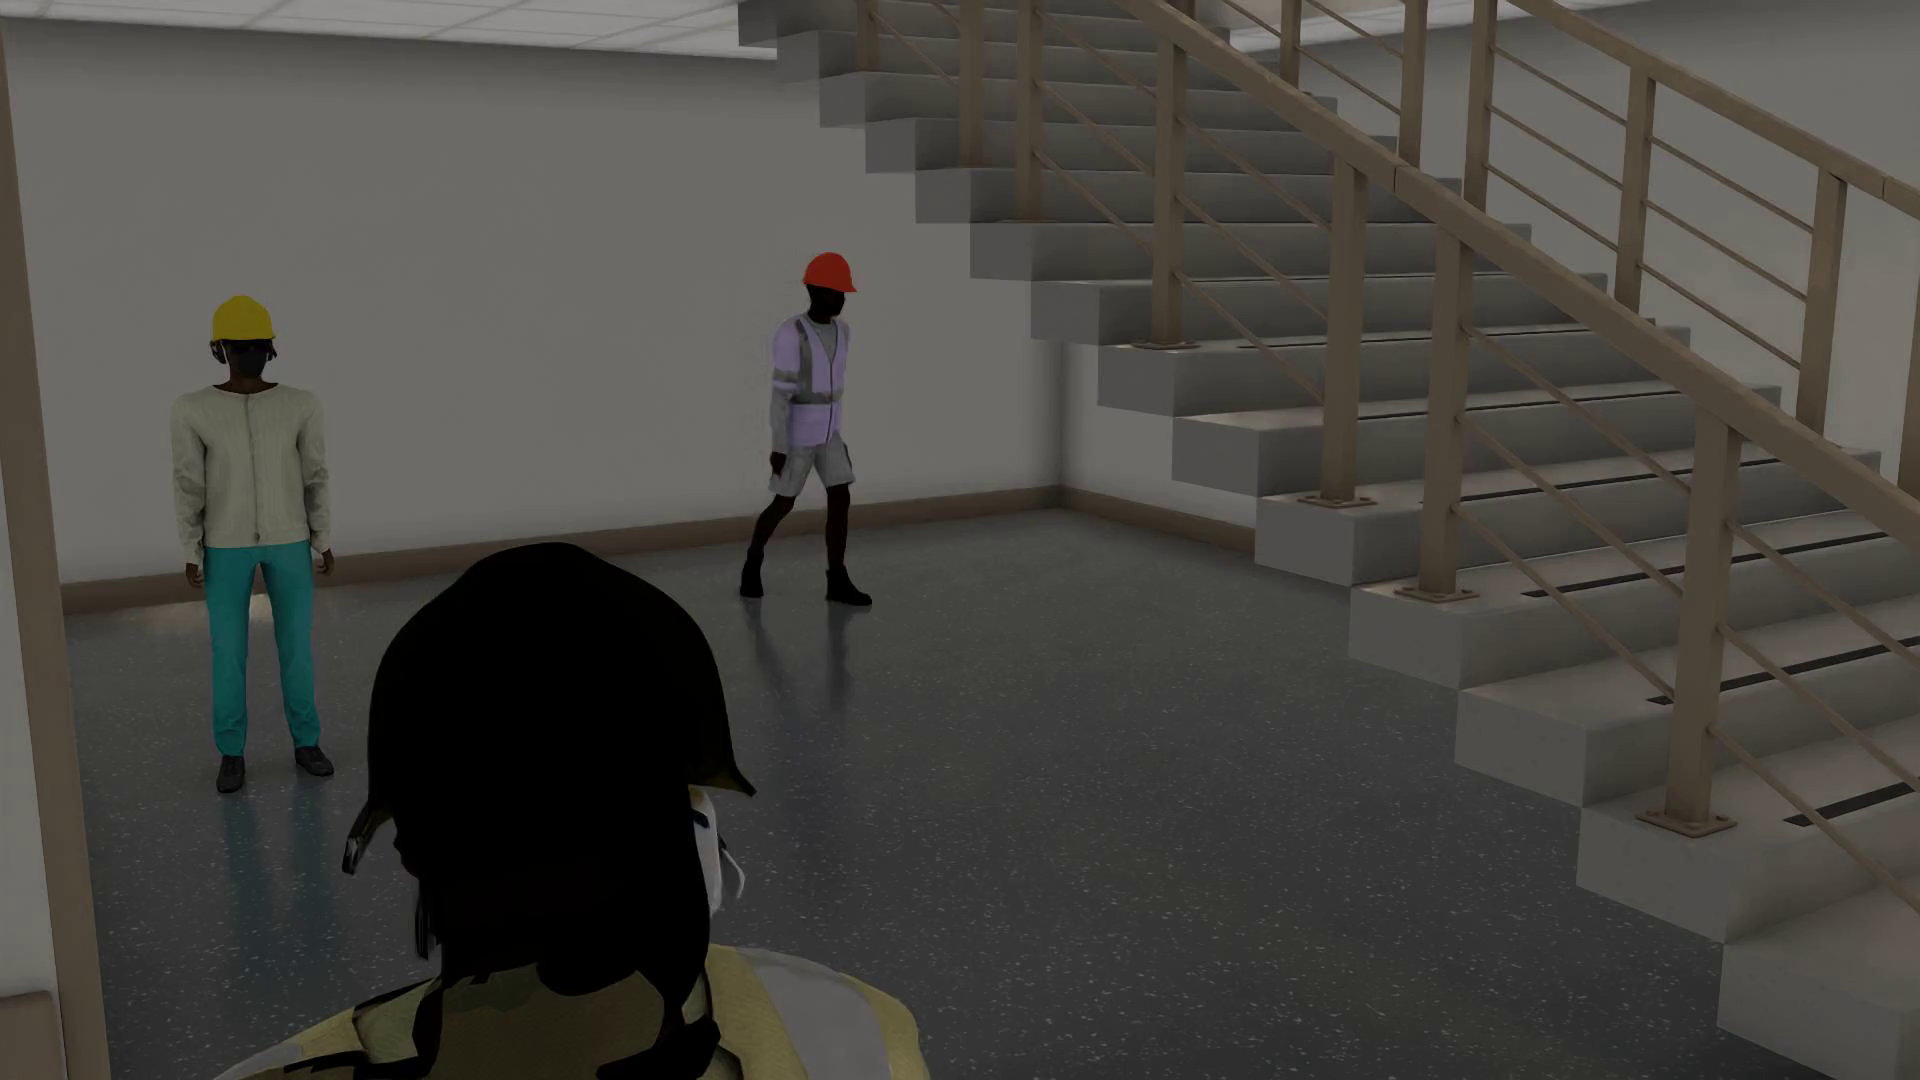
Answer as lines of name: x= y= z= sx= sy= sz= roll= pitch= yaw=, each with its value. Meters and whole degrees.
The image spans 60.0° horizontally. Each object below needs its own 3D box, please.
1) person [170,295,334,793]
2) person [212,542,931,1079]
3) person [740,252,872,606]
person: x=-2.528 y=0.013 z=5.992 sx=0.527 sy=1.772 sz=0.305 roll=-7 pitch=13 yaw=-31
person: x=-0.248 y=0.904 z=1.133 sx=0.593 sy=1.837 sz=0.404 roll=-7 pitch=13 yaw=-31
person: x=-0.885 y=-0.592 z=8.913 sx=0.838 sy=1.890 sz=0.564 roll=9 pitch=14 yaw=39
